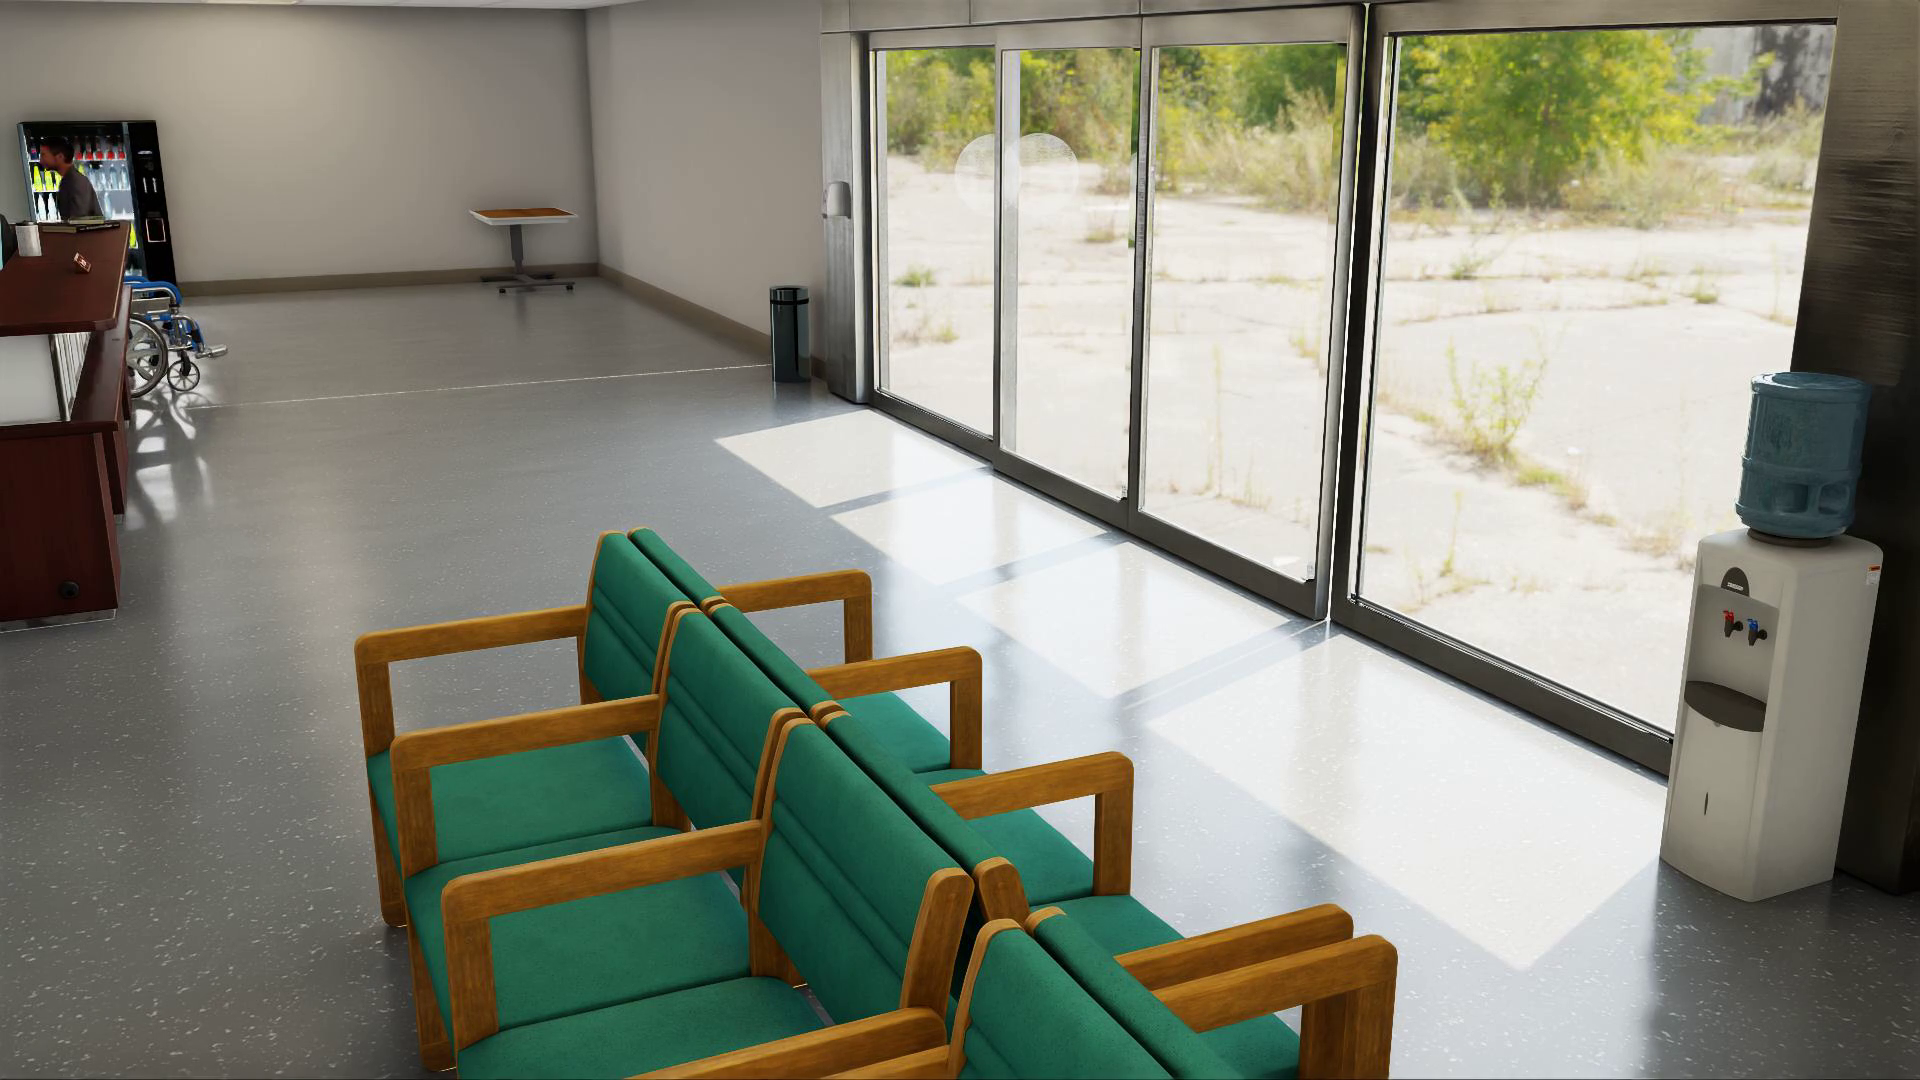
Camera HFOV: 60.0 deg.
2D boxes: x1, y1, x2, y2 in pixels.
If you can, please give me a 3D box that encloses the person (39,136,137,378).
[{"bbox_3d":[-6.581,-2.168,12.814,0.753,1.847,0.752,-10,19,-33],"label":"person"}]
